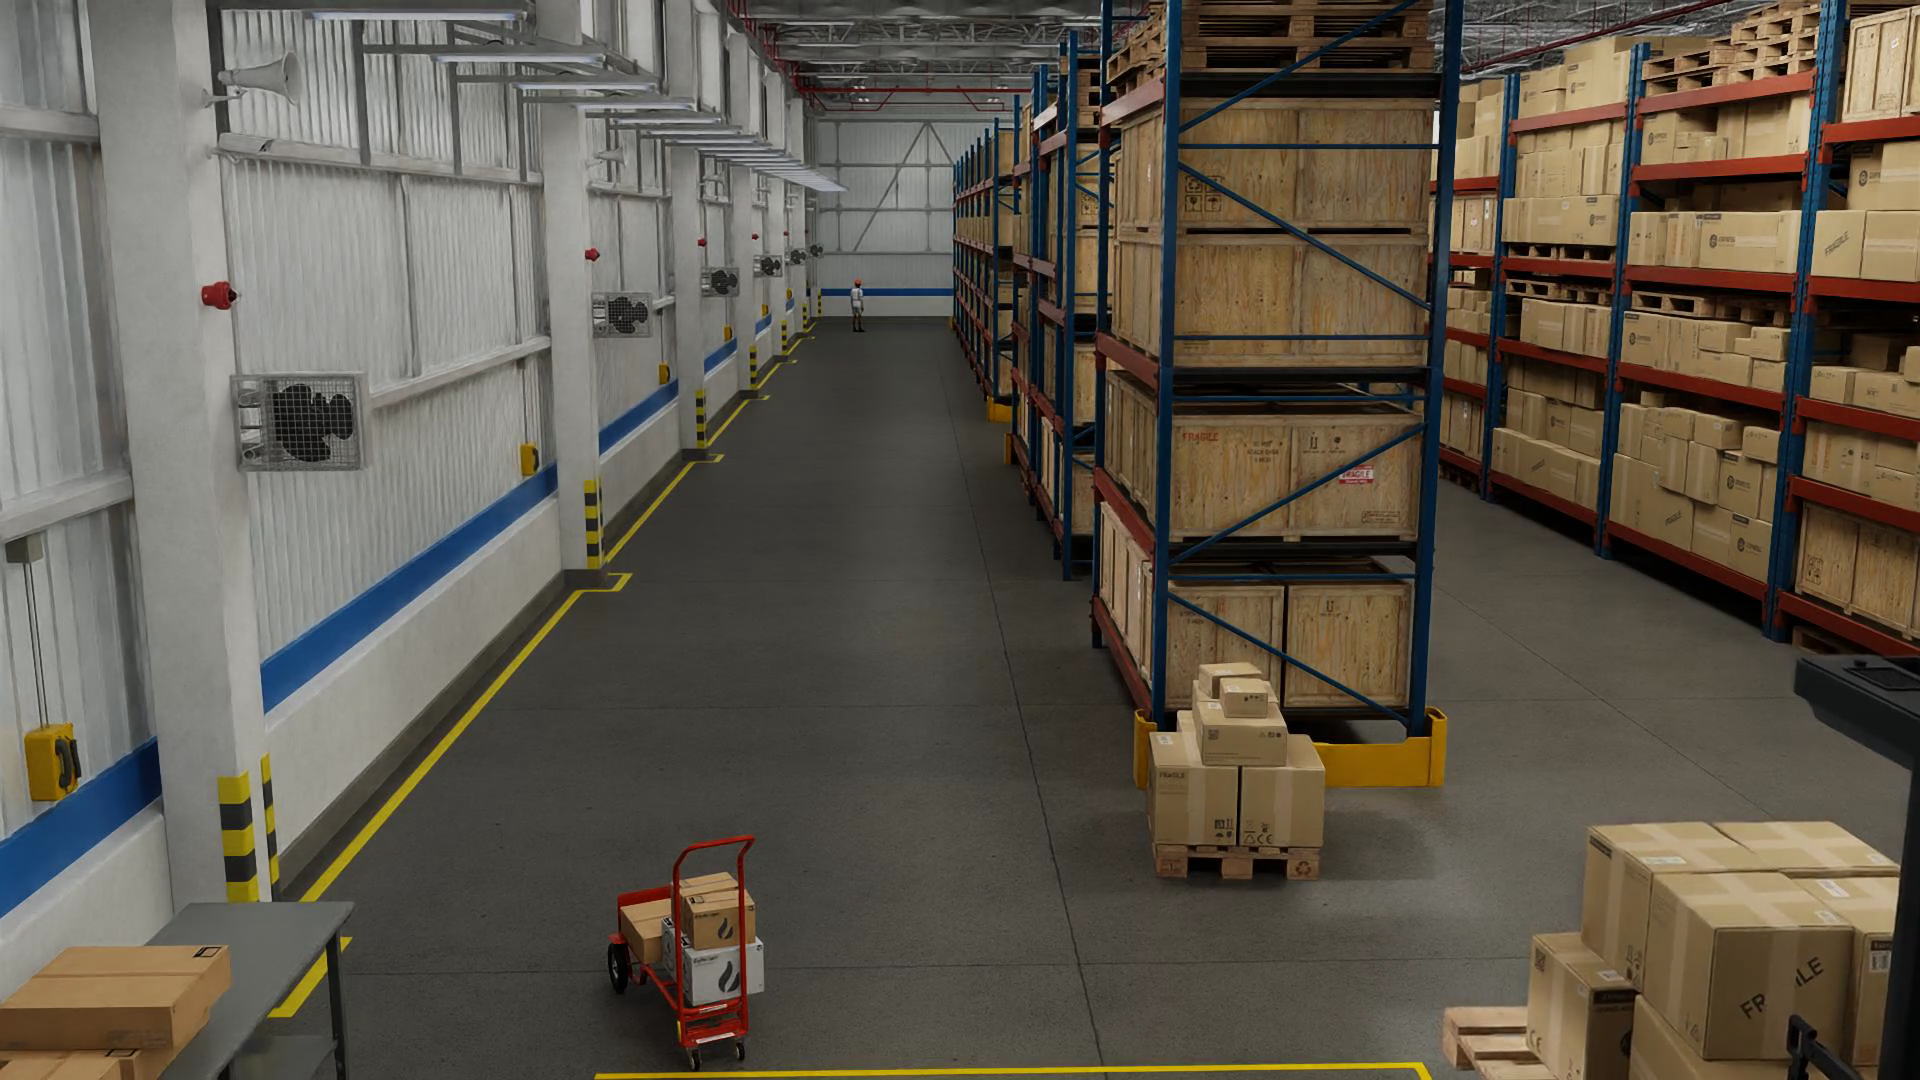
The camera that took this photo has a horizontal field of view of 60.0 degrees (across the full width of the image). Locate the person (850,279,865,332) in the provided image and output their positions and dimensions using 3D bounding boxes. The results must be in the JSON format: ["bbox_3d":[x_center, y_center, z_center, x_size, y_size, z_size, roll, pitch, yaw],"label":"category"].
[{"bbox_3d":[-3.749,-8.574,60.937,0.542,1.930,0.366,7,13,33],"label":"person"}]

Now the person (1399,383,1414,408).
[{"bbox_3d":[8.002,-2.396,29.628,0.697,1.610,0.507,0,11,0],"label":"person"}]
